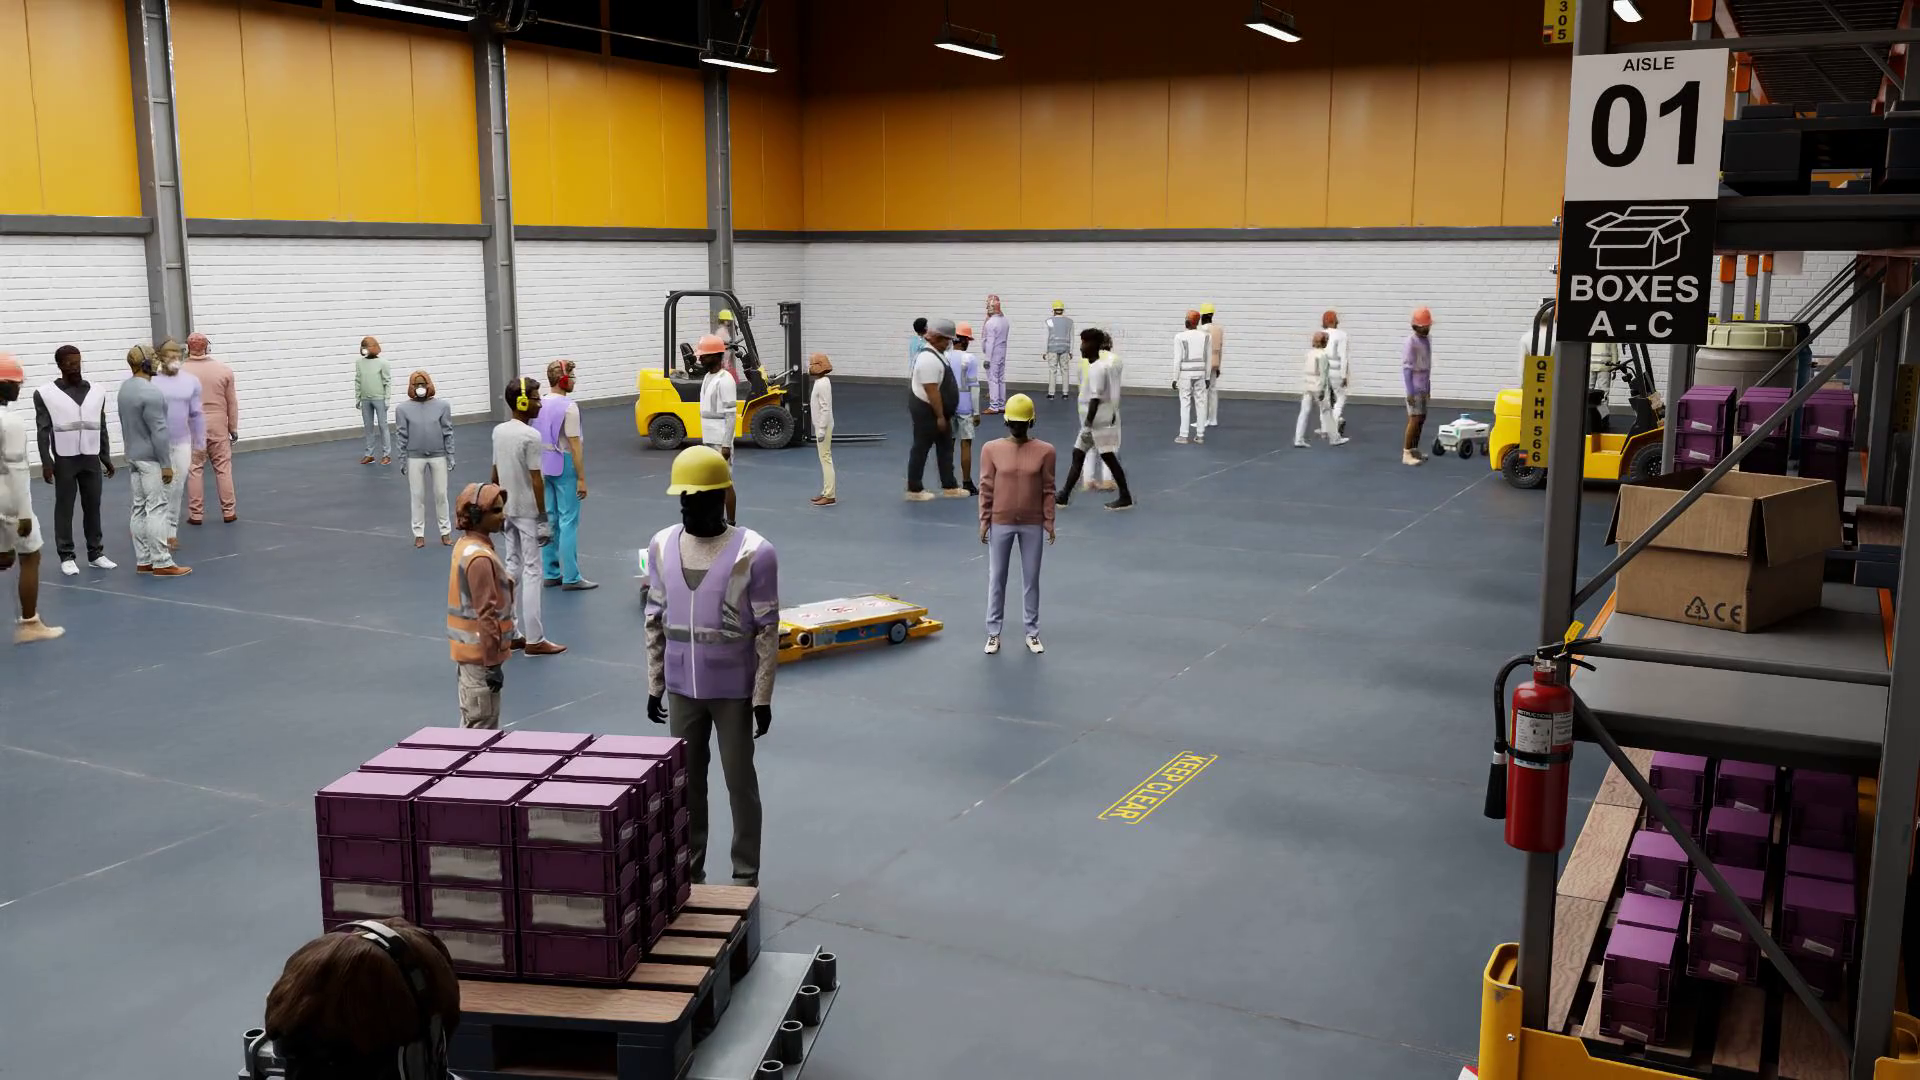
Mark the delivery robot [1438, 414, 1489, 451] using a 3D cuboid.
[{"bbox_3d":[6.665,-1.423,21.995,0.707,0.478,0.477,-7,12,-36],"label":"delivery robot"}]

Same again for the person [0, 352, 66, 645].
[{"bbox_3d":[-6.537,-0.254,11.255,0.624,2.021,0.676,5,11,27],"label":"person"}]

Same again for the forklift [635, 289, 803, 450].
[{"bbox_3d":[-3.358,-2.392,23.136,2.313,2.155,1.214,-1,10,-5],"label":"forklift"}]

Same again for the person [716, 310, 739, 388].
[{"bbox_3d":[-3.837,-2.933,27.533,0.579,1.744,0.562,1,10,4],"label":"person"}]

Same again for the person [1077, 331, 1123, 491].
[{"bbox_3d":[1.563,-1.457,18.850,0.645,1.804,0.537,8,13,40],"label":"person"}]

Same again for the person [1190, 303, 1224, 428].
[{"bbox_3d":[3.811,-2.699,25.705,0.594,1.921,0.379,-9,13,-42],"label":"person"}]

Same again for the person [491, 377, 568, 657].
[{"bbox_3d":[-2.917,-0.153,11.132,0.513,1.865,0.329,8,13,39],"label":"person"}]

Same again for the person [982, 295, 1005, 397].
[{"bbox_3d":[0.606,-3.612,31.022,0.408,1.912,0.641,2,10,13],"label":"person"}]

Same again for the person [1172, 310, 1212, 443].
[{"bbox_3d":[3.275,-2.302,23.510,0.584,1.883,0.345,-3,10,-17],"label":"person"}]

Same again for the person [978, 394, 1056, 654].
[{"bbox_3d":[0.386,-0.104,11.155,0.524,1.759,0.328,0,10,-3],"label":"person"}]

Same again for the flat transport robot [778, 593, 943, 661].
[{"bbox_3d":[-0.870,0.584,11.463,1.431,0.197,0.652,-8,13,-40],"label":"flat transport robot"}]

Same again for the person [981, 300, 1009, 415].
[{"bbox_3d":[0.560,-3.047,27.763,0.407,1.905,0.655,5,11,27],"label":"person"}]

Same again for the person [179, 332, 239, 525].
[{"bbox_3d":[-7.496,-1.102,16.498,0.645,1.908,0.408,-5,11,-28],"label":"person"}]

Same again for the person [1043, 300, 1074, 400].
[{"bbox_3d":[1.795,-3.478,30.467,0.598,1.832,0.404,-2,10,-13],"label":"person"}]

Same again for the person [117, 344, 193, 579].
[{"bbox_3d":[-6.700,-0.646,13.766,0.630,1.940,0.372,8,13,39],"label":"person"}]

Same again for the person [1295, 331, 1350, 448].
[{"bbox_3d":[5.001,-2.071,22.968,0.829,1.596,0.535,-3,10,-18],"label":"person"}]

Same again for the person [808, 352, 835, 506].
[{"bbox_3d":[-1.477,-1.183,17.754,0.268,1.632,0.506,-1,10,-6],"label":"person"}]

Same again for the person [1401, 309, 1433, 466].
[{"bbox_3d":[5.855,-1.934,21.093,0.402,1.993,0.824,7,12,37],"label":"person"}]

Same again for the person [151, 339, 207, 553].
[{"bbox_3d":[-7.054,-0.835,14.925,0.654,1.911,0.644,8,12,37],"label":"person"}]

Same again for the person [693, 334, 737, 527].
[{"bbox_3d":[-2.290,-0.946,15.510,0.365,1.934,0.553,-6,11,-31],"label":"person"}]

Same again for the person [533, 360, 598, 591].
[{"bbox_3d":[-3.188,-0.513,13.260,0.574,1.843,0.375,9,13,43],"label":"person"}]

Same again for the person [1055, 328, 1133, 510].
[{"bbox_3d":[1.367,-1.252,17.355,0.992,1.912,0.623,0,10,1],"label":"person"}]

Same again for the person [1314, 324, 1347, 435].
[{"bbox_3d":[5.446,-2.404,24.285,0.508,1.822,0.792,-4,11,-23],"label":"person"}]

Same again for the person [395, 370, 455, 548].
[{"bbox_3d":[-4.890,-0.742,15.230,0.503,1.626,0.283,-4,11,-21],"label":"person"}]

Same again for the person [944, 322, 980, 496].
[{"bbox_3d":[-0.001,-1.451,18.458,0.543,1.927,0.375,6,12,33],"label":"person"}]

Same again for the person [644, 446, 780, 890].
[{"bbox_3d":[-1.014,0.575,6.731,0.588,1.927,0.371,3,10,18],"label":"person"}]

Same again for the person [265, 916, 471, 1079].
[{"bbox_3d":[-0.757,1.393,2.243,0.621,1.845,0.429,3,10,18],"label":"person"}]

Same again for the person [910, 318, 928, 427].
[{"bbox_3d":[-0.597,-2.570,25.603,0.318,1.699,0.535,-5,11,-26],"label":"person"}]

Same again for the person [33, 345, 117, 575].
[{"bbox_3d":[-7.458,-0.681,14.027,0.382,1.918,0.596,7,12,33],"label":"person"}]

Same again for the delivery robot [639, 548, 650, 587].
[{"bbox_3d":[-2.100,0.176,12.739,0.707,0.478,0.477,-2,10,-11],"label":"delivery robot"}]

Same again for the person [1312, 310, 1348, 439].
[{"bbox_3d":[5.344,-2.386,24.084,0.621,1.852,0.419,8,13,39],"label":"person"}]

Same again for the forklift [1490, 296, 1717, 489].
[{"bbox_3d":[7.296,-1.677,18.993,2.313,2.155,1.214,5,11,27],"label":"forklift"}]

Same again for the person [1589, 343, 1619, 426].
[{"bbox_3d":[9.894,-2.670,25.786,0.596,1.834,0.404,5,11,29],"label":"person"}]

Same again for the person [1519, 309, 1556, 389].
[{"bbox_3d":[8.071,-2.253,23.090,0.649,1.926,0.568,7,12,34],"label":"person"}]

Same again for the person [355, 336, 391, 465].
[{"bbox_3d":[-7.471,-1.772,21.171,0.500,1.633,0.279,2,10,13],"label":"person"}]

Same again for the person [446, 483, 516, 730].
[{"bbox_3d":[-2.214,0.548,7.726,0.311,1.636,0.521,-4,11,-24],"label":"person"}]

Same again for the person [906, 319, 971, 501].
[{"bbox_3d":[-0.222,-1.417,17.937,0.821,2.000,0.710,1,10,8],"label":"person"}]
